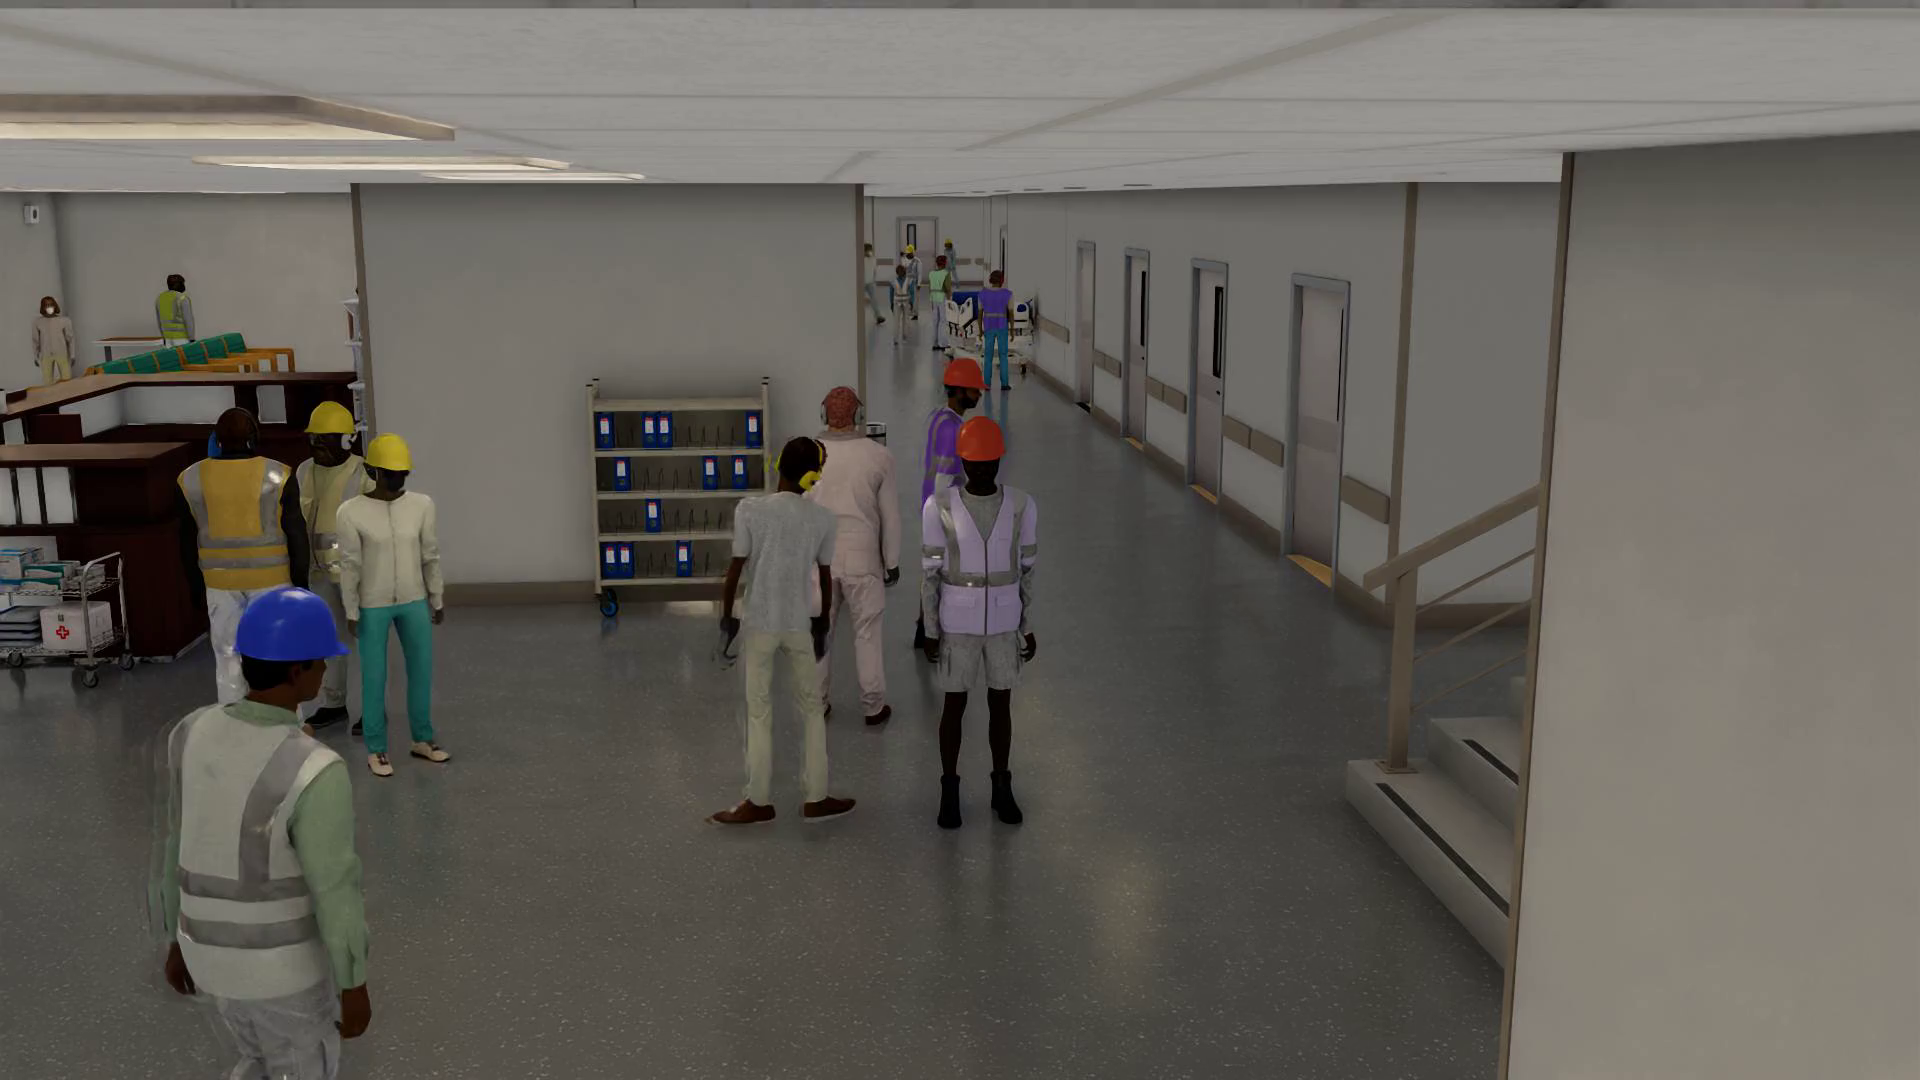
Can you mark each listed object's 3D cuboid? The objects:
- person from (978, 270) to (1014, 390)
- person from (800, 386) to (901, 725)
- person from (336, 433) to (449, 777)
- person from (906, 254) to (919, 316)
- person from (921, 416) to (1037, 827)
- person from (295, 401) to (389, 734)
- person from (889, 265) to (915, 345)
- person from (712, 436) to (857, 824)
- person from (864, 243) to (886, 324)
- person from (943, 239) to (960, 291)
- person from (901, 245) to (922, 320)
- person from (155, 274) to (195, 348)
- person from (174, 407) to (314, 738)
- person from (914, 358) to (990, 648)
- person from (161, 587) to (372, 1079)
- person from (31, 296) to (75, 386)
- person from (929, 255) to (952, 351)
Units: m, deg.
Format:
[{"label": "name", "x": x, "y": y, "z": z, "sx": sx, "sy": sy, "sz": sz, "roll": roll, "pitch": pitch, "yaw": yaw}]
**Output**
[{"label": "person", "x": 0.554, "y": -3.216, "z": 25.554, "sx": 0.569, "sy": 1.845, "sz": 0.385, "roll": 2, "pitch": 12, "yaw": 9}, {"label": "person", "x": -0.641, "y": 0.090, "z": 9.284, "sx": 0.650, "sy": 1.899, "sz": 0.398, "roll": 2, "pitch": 12, "yaw": 9}, {"label": "person", "x": -2.879, "y": 0.326, "z": 8.472, "sx": 0.527, "sy": 1.758, "sz": 0.348, "roll": -10, "pitch": 15, "yaw": -40}, {"label": "person", "x": -1.252, "y": -6.504, "z": 42.129, "sx": 0.307, "sy": 1.641, "sz": 0.513, "roll": -8, "pitch": 14, "yaw": -33}, {"label": "person", "x": 0.096, "y": 0.383, "z": 7.744, "sx": 0.551, "sy": 1.937, "sz": 0.357, "roll": -2, "pitch": 12, "yaw": -10}, {"label": "person", "x": -3.400, "y": 0.152, "z": 9.118, "sx": 0.591, "sy": 1.837, "sz": 0.403, "roll": 4, "pitch": 12, "yaw": 18}, {"label": "person", "x": -1.172, "y": -4.716, "z": 33.501, "sx": 0.514, "sy": 1.597, "sz": 0.831, "roll": 0, "pitch": 12, "yaw": 1}, {"label": "person", "x": -0.871, "y": 0.437, "z": 7.769, "sx": 0.679, "sy": 1.831, "sz": 0.334, "roll": -5, "pitch": 13, "yaw": -22}, {"label": "person", "x": -2.149, "y": -6.038, "z": 39.238, "sx": 0.639, "sy": 1.888, "sz": 0.997, "roll": -9, "pitch": 15, "yaw": -38}, {"label": "person", "x": -0.307, "y": -8.750, "z": 52.989, "sx": 0.494, "sy": 1.687, "sz": 0.947, "roll": 8, "pitch": 14, "yaw": 33}, {"label": "person", "x": -1.213, "y": -6.294, "z": 40.663, "sx": 0.592, "sy": 1.824, "sz": 0.403, "roll": 7, "pitch": 13, "yaw": 30}, {"label": "person", "x": -11.416, "y": -2.961, "z": 24.329, "sx": 0.633, "sy": 1.839, "sz": 0.429, "roll": 5, "pitch": 13, "yaw": 23}, {"label": "person", "x": -3.760, "y": 0.215, "z": 8.804, "sx": 0.634, "sy": 1.841, "sz": 0.429, "roll": -2, "pitch": 12, "yaw": -11}, {"label": "person", "x": -0.036, "y": -0.210, "z": 10.703, "sx": 0.607, "sy": 1.914, "sz": 0.557, "roll": -1, "pitch": 12, "yaw": -5}, {"label": "person", "x": -1.814, "y": 1.078, "z": 4.371, "sx": 0.651, "sy": 1.923, "sz": 0.543, "roll": 7, "pitch": 13, "yaw": 30}, {"label": "person", "x": -12.191, "y": -2.461, "z": 22.389, "sx": 0.508, "sy": 1.632, "sz": 0.273, "roll": -3, "pitch": 12, "yaw": -17}, {"label": "person", "x": -0.378, "y": -4.608, "z": 32.354, "sx": 0.567, "sy": 1.846, "sz": 0.389, "roll": 11, "pitch": 16, "yaw": 44}]
